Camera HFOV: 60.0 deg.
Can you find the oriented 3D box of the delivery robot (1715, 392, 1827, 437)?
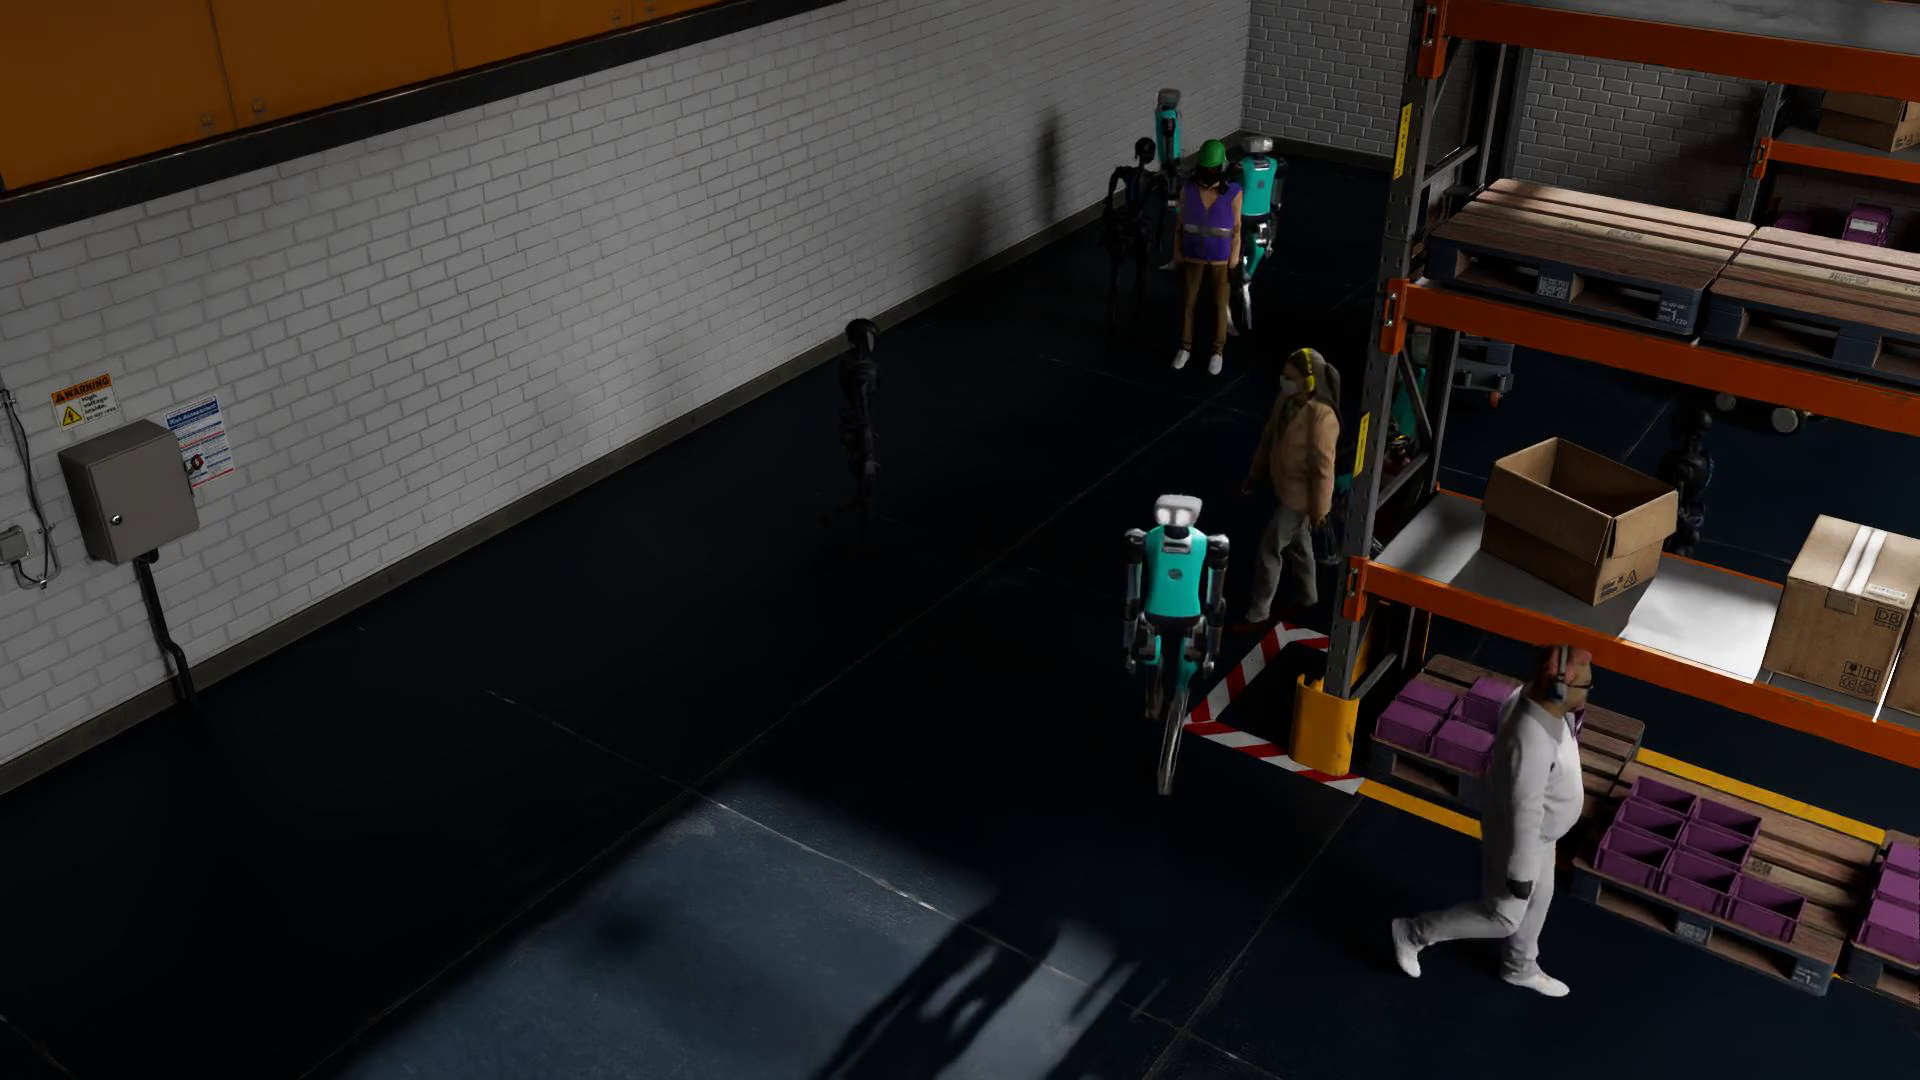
[{"bbox_3d":[6.261,-1.178,12.788,0.499,0.586,0.772,-23,37,-34],"label":"delivery robot"}]

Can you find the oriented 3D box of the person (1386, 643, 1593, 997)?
[{"bbox_3d":[2.387,1.243,7.264,0.745,1.885,0.638,13,32,21],"label":"person"}]

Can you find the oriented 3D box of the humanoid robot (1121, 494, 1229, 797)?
[{"bbox_3d":[1.129,0.420,8.872,0.544,1.790,0.915,4,30,7],"label":"humanoid robot"}]

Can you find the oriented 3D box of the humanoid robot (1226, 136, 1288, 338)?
[{"bbox_3d":[2.347,-2.537,14.027,0.541,1.856,0.665,-9,31,-15],"label":"humanoid robot"}]

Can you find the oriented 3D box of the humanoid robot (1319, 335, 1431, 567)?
[{"bbox_3d":[2.558,-0.450,10.337,0.962,1.741,0.563,0,30,0],"label":"humanoid robot"}]

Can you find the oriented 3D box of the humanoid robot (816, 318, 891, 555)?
[{"bbox_3d":[-0.697,-0.650,10.756,0.424,1.641,0.609,-4,30,-7],"label":"humanoid robot"}]

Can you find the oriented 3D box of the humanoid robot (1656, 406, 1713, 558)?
[{"bbox_3d":[4.152,-0.035,9.730,0.778,1.625,0.607,15,33,24],"label":"humanoid robot"}]

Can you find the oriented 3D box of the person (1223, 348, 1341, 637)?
[{"bbox_3d":[1.910,-0.285,9.959,0.816,1.848,0.571,-6,30,-10],"label":"person"}]

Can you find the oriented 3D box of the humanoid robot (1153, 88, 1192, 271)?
[{"bbox_3d":[2.112,-3.165,15.163,0.789,1.891,0.547,1,30,1],"label":"humanoid robot"}]

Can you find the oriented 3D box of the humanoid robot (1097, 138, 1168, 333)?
[{"bbox_3d":[1.465,-2.617,14.202,0.608,1.623,0.740,14,33,23],"label":"humanoid robot"}]

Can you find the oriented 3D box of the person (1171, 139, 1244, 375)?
[{"bbox_3d":[1.977,-2.274,13.335,0.530,1.924,0.426,8,31,14],"label":"person"}]
